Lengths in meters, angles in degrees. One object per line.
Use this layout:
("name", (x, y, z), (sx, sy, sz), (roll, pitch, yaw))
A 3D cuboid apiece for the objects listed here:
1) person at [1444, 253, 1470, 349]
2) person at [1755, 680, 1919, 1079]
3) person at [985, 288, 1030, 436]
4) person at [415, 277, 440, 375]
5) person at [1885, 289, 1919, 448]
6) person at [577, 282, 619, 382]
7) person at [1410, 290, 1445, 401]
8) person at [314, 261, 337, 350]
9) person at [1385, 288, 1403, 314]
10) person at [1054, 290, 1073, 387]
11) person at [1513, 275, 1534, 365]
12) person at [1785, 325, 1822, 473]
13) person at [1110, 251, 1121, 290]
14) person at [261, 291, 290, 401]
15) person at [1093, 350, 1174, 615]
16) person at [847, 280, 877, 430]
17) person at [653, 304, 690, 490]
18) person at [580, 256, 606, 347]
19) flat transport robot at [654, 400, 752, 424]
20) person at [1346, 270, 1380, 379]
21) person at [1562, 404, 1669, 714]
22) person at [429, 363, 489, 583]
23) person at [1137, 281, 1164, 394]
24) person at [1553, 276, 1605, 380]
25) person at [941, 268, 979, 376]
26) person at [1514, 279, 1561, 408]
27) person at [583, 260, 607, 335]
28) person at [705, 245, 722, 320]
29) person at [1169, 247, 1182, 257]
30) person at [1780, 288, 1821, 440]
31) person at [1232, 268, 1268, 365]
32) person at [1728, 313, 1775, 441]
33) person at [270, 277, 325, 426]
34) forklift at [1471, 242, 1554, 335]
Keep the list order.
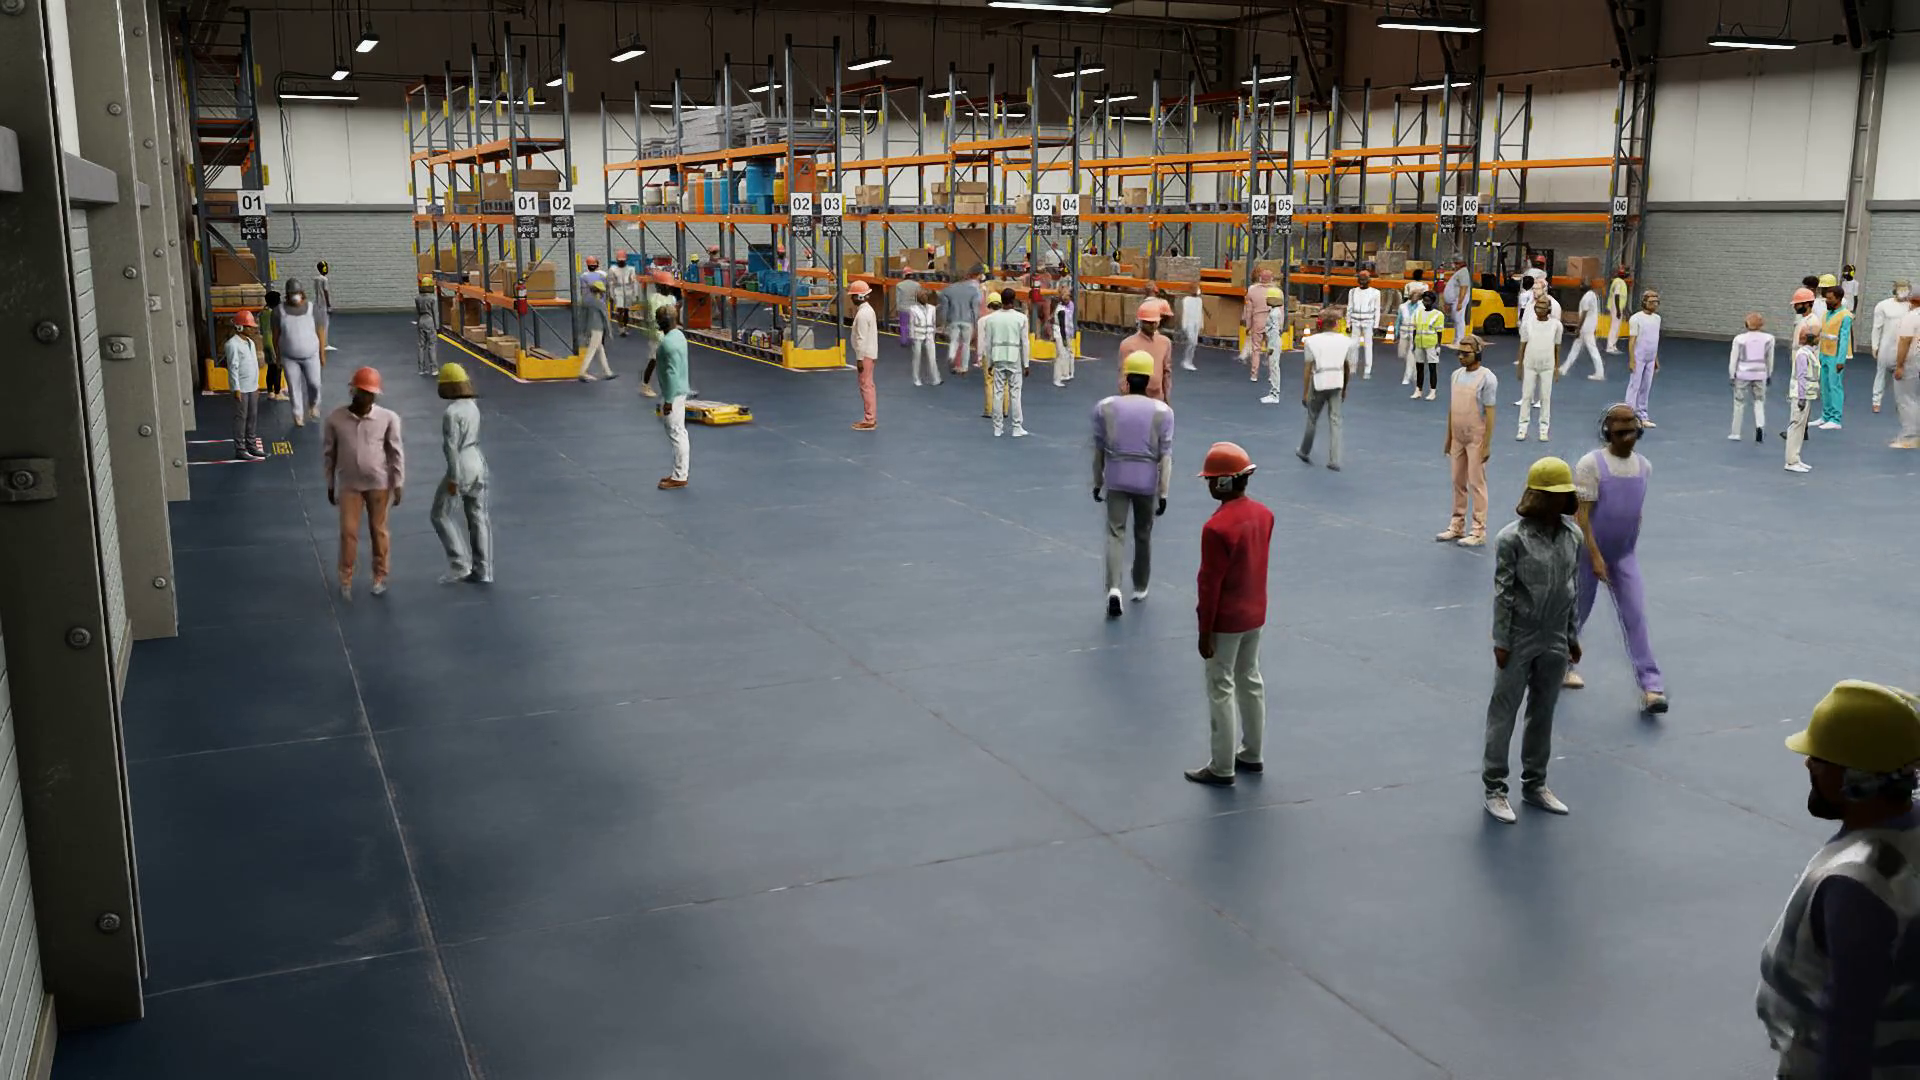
("person", (10.567, -5.090, 35.399), (0.536, 2.000, 0.683), (2, 11, 10))
("person", (2.170, 1.217, 3.922), (0.593, 1.809, 0.690), (-11, 15, -43))
("person", (0.615, -2.291, 21.497), (0.591, 1.916, 0.389), (4, 12, 18))
("person", (-9.500, -3.822, 29.748), (0.483, 1.734, 0.342), (4, 12, 22))
("person", (11.696, -2.153, 20.475), (0.722, 2.000, 0.535), (-8, 14, -36))
("person", (-6.257, -3.568, 28.530), (0.550, 1.709, 0.927), (10, 15, 42))
("person", (7.206, -2.998, 25.666), (0.319, 1.693, 0.532), (-10, 15, -41))
("person", (-13.417, -4.936, 35.080), (0.508, 1.862, 0.331), (11, 15, 43))
("person", (11.450, -6.572, 43.453), (0.574, 1.833, 0.868), (-8, 14, -37))
("person", (1.726, -3.370, 27.756), (0.353, 1.610, 0.670), (2, 11, 9))
("person", (10.752, -4.169, 31.597), (0.540, 1.696, 0.316), (-11, 15, -43))
("person", (9.435, -1.583, 18.605), (0.305, 1.637, 0.522), (7, 13, 32))
("person", (4.181, -6.817, 44.614), (0.311, 1.869, 0.532), (-4, 12, -21))
("person", (-10.521, -2.975, 25.546), (0.535, 1.691, 0.317), (10, 15, 42))
("person", (1.247, -0.424, 12.055), (0.584, 1.897, 0.913), (1, 11, 7))
("person", (-1.300, -2.458, 22.181), (0.406, 1.986, 0.604), (1, 11, 7))
("person", (-3.012, -1.497, 17.401), (0.355, 1.936, 0.637), (-1, 11, -3))
("person", (-7.908, -5.132, 35.864), (0.545, 1.942, 0.354), (-6, 13, -27))
("flat transport robot", (-3.594, -1.799, 23.188), (0.652, 0.197, 1.431), (-11, 16, -44))
("person", (6.999, -3.737, 28.922), (0.585, 1.882, 0.337), (7, 13, 31))
("person", (3.836, 0.091, 9.754), (0.501, 1.771, 1.030), (-2, 11, -8))
("person", (-3.905, -0.509, 12.925), (0.490, 1.728, 0.499), (3, 11, 13))
("person", (3.039, -3.163, 26.220), (0.602, 1.794, 0.823), (10, 15, 42))
("person", (10.757, -3.667, 28.804), (0.985, 1.786, 0.513), (6, 13, 29))
("person", (-0.001, -3.832, 29.315), (0.654, 1.919, 0.517), (2, 11, 8))
("person", (8.584, -2.923, 24.734), (0.403, 1.904, 0.652), (-6, 12, -26))
("person", (-8.606, -5.753, 39.344), (0.576, 1.821, 0.849), (-5, 12, -22))
("person", (-6.635, -6.926, 44.795), (0.515, 2.014, 0.687), (8, 14, 35))
("person", (6.579, -8.075, 51.110), (0.429, 1.837, 0.628), (-10, 15, -43))
("person", (10.727, -2.239, 21.215), (0.391, 1.924, 0.552), (3, 12, 15))
("person", (5.669, -4.257, 31.727), (0.992, 1.839, 0.579), (8, 14, 35))
("person", (9.968, -2.039, 20.945), (0.546, 1.627, 0.462), (3, 11, 13))
("person", (-8.967, -2.564, 22.561), (0.683, 2.000, 0.575), (-4, 12, -21))
("forklift", (13.047, -6.049, 39.881), (2.313, 2.155, 1.214), (-5, 12, -23))
